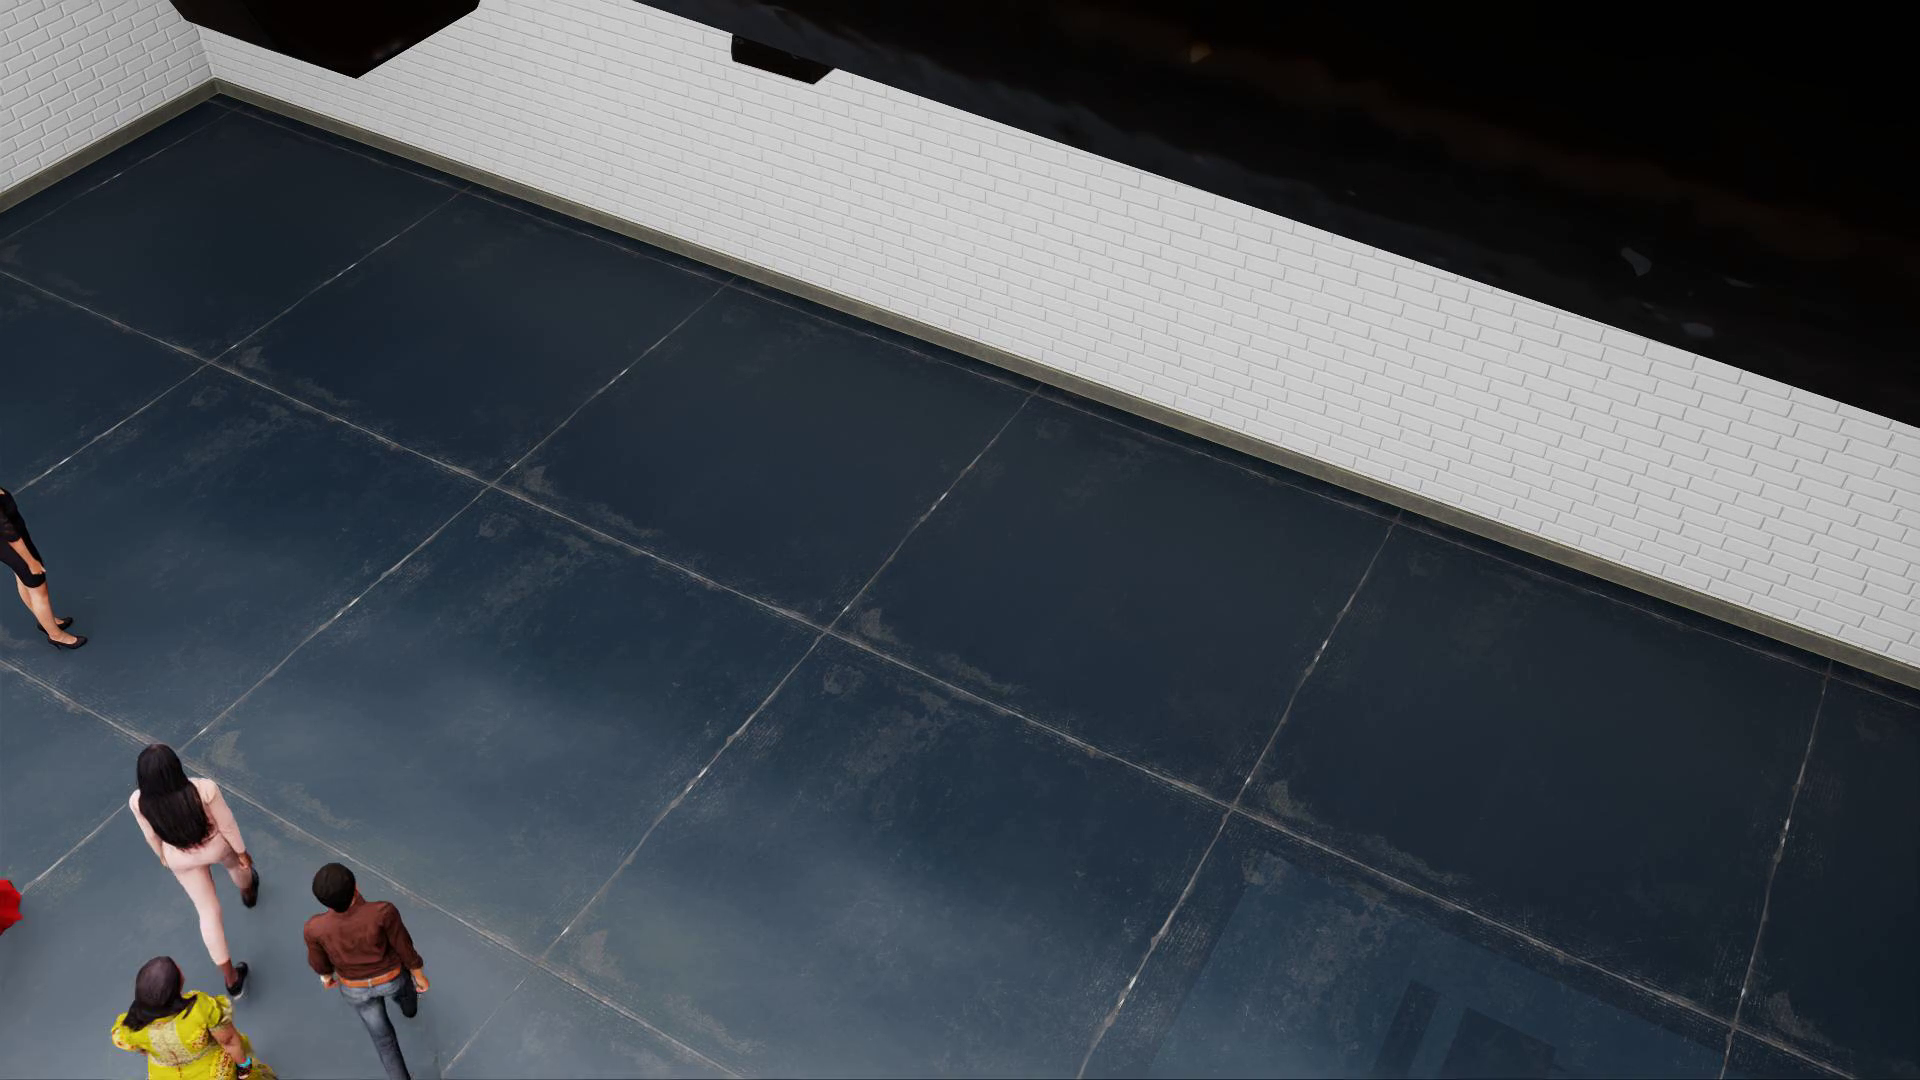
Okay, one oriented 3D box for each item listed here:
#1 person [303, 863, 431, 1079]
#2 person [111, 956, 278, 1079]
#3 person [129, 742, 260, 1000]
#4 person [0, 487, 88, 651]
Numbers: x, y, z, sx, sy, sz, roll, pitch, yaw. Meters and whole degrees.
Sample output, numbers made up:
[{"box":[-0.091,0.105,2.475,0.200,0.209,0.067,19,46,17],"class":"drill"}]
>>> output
[{"box":[-2.933,2.289,8.365,1.181,1.731,1.191,-14,45,-14],"class":"person"},{"box":[-3.681,2.668,8.064,1.378,1.606,1.310,-17,46,-17],"class":"person"},{"box":[-4.085,1.764,8.953,1.140,1.679,1.182,-11,45,-12],"class":"person"},{"box":[-6.105,0.058,10.746,0.563,1.676,0.603,-31,52,-28],"class":"person"}]
